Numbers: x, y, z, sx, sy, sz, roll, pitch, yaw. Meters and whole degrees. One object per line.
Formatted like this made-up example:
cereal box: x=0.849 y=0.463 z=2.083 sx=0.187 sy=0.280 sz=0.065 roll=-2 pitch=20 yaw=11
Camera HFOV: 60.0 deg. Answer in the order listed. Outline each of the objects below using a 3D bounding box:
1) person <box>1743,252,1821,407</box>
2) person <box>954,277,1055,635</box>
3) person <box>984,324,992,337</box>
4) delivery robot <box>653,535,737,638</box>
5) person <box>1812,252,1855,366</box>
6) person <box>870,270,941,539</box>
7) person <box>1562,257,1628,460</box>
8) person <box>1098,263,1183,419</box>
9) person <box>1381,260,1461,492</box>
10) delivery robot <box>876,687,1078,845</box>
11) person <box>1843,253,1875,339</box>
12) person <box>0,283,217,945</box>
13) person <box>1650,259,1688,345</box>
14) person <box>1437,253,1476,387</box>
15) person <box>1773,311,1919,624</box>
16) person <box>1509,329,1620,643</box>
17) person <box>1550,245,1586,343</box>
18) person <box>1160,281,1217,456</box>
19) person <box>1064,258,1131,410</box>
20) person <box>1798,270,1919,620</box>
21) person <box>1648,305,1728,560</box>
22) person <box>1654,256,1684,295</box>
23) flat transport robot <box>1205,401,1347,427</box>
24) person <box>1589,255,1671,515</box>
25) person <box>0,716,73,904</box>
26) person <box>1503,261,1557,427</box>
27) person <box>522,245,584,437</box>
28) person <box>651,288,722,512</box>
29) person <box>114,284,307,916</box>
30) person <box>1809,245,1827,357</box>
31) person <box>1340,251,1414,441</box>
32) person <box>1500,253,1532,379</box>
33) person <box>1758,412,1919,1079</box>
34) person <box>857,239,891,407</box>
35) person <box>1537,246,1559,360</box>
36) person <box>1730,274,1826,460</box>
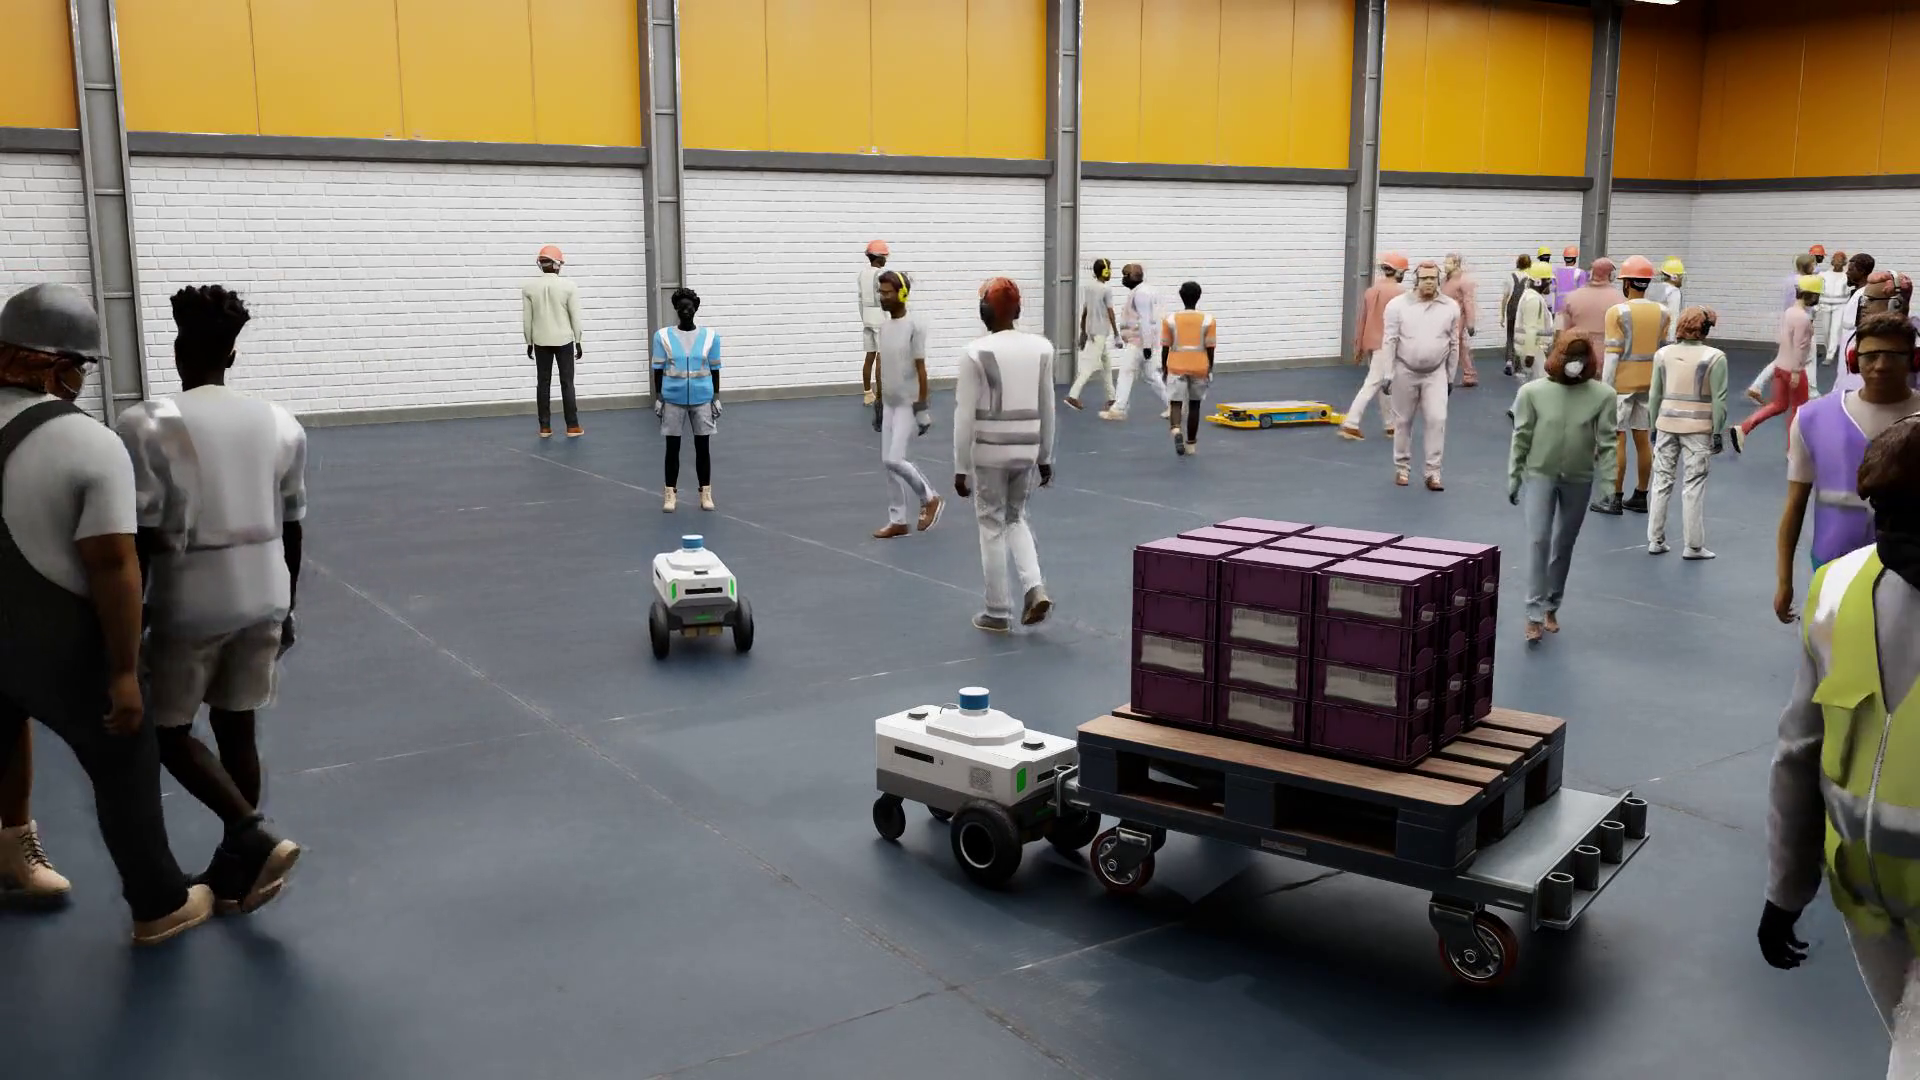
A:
person: x=10.081 y=-2.530 z=20.133 sx=0.962 sy=1.908 sz=0.629 roll=3 pitch=11 yaw=16
person: x=0.219 y=-0.421 z=8.637 sx=0.599 sy=1.873 sz=0.424 roll=-7 pitch=12 yaw=-33
person: x=0.379 y=-2.044 z=18.182 sx=0.350 sy=1.621 sz=0.539 roll=-1 pitch=10 yaw=-3
delivery robot: x=-1.359 y=0.219 z=8.491 sx=0.477 sy=0.478 sz=0.707 roll=-3 pitch=11 yaw=-17
person: x=14.237 y=-3.766 z=27.075 sx=0.571 sy=1.853 sz=0.954 roll=9 pitch=13 yaw=39
person: x=-0.405 y=-0.917 z=11.442 sx=0.446 sy=1.843 sz=0.545 roll=-8 pitch=13 yaw=-37
person: x=5.946 y=-1.681 z=15.519 sx=0.642 sy=1.892 sz=0.444 roll=8 pitch=13 yaw=38
person: x=2.102 y=-2.250 z=18.937 sx=0.929 sy=1.797 sz=0.663 roll=2 pitch=10 yaw=9
person: x=3.792 y=-1.342 z=13.686 sx=0.659 sy=1.879 sz=0.823 roll=1 pitch=10 yaw=6
delivery robot: x=0.046 y=0.741 z=5.627 sx=0.707 sy=0.478 sz=0.477 roll=9 pitch=14 yaw=41
person: x=8.673 y=-1.795 z=16.050 sx=0.399 sy=1.920 sz=0.590 roll=5 pitch=11 yaw=24
person: x=-2.570 y=0.241 z=4.553 sx=0.712 sy=2.000 sz=0.927 roll=0 pitch=10 yaw=2
person: x=8.564 y=-2.524 z=20.350 sx=0.679 sy=1.812 sz=0.597 roll=0 pitch=10 yaw=0
person: x=6.708 y=-2.990 z=22.800 sx=1.022 sy=1.850 sz=0.649 roll=-2 pitch=10 yaw=-10
person: x=3.144 y=0.127 z=5.749 sx=0.600 sy=1.827 sz=0.461 roll=6 pitch=12 yaw=29
person: x=3.097 y=-0.269 z=8.524 sx=0.520 sy=1.598 sz=0.764 roll=2 pitch=11 yaw=12
person: x=9.477 y=-3.609 z=25.931 sx=0.544 sy=1.943 sz=0.347 roll=8 pitch=13 yaw=38
person: x=2.136 y=-1.586 z=15.589 sx=0.532 sy=1.680 sz=0.650 roll=2 pitch=10 yaw=9
person: x=1.651 y=-2.483 z=20.105 sx=0.973 sy=1.831 sz=0.513 roll=-5 pitch=12 yaw=-26
person: x=4.787 y=-0.449 z=8.711 sx=0.399 sy=1.905 sz=0.642 roll=-4 pitch=11 yaw=-19
person: x=4.699 y=-0.694 z=10.776 sx=0.314 sy=1.640 sz=0.516 roll=-7 pitch=13 yaw=-35
person: x=12.415 y=-4.103 z=29.178 sx=0.484 sy=1.745 sz=0.298 roll=5 pitch=12 yaw=27
flat transport robot: x=3.502 y=-1.403 z=18.419 sx=1.431 sy=0.197 sz=0.652 roll=-4 pitch=11 yaw=-21
person: x=5.017 y=-1.155 z=12.483 sx=0.552 sy=1.937 sz=0.356 roll=-3 pitch=11 yaw=-18
person: x=-3.097 y=0.192 z=4.968 sx=0.548 sy=1.995 sz=0.647 roll=10 pitch=14 yaw=44
person: x=6.043 y=-2.013 z=17.511 sx=0.417 sy=1.817 sz=0.618 roll=3 pitch=11 yaw=15
person: x=-4.229 y=-2.063 z=17.333 sx=0.608 sy=1.986 sz=0.391 roll=0 pitch=10 yaw=1
person: x=-2.061 y=-1.054 z=12.592 sx=0.531 sy=1.697 sz=0.320 roll=-2 pitch=11 yaw=-12
person: x=-2.205 y=0.210 z=5.000 sx=0.531 sy=1.937 sz=0.648 roll=6 pitch=12 yaw=30
person: x=14.826 y=-4.156 z=28.940 sx=0.357 sy=1.938 sz=0.543 roll=3 pitch=11 yaw=16
person: x=4.275 y=-1.976 z=17.030 sx=1.021 sy=1.939 sz=0.606 roll=-4 pitch=11 yaw=-23
person: x=8.240 y=-3.290 z=24.463 sx=0.542 sy=1.832 sz=0.403 roll=6 pitch=12 yaw=29
person: x=1.673 y=0.672 z=2.916 sx=0.959 sy=1.778 sz=0.678 roll=-4 pitch=11 yaw=-20
person: x=-1.004 y=-2.648 z=20.376 sx=0.365 sy=2.047 sz=0.608 roll=-8 pitch=13 yaw=-38
person: x=9.643 y=-3.886 z=27.516 sx=0.584 sy=1.917 sz=0.384 roll=-2 pitch=10 yaw=-9
person: x=7.620 y=-1.589 z=15.417 sx=0.710 sy=1.731 sz=0.571 roll=2 pitch=11 yaw=10
